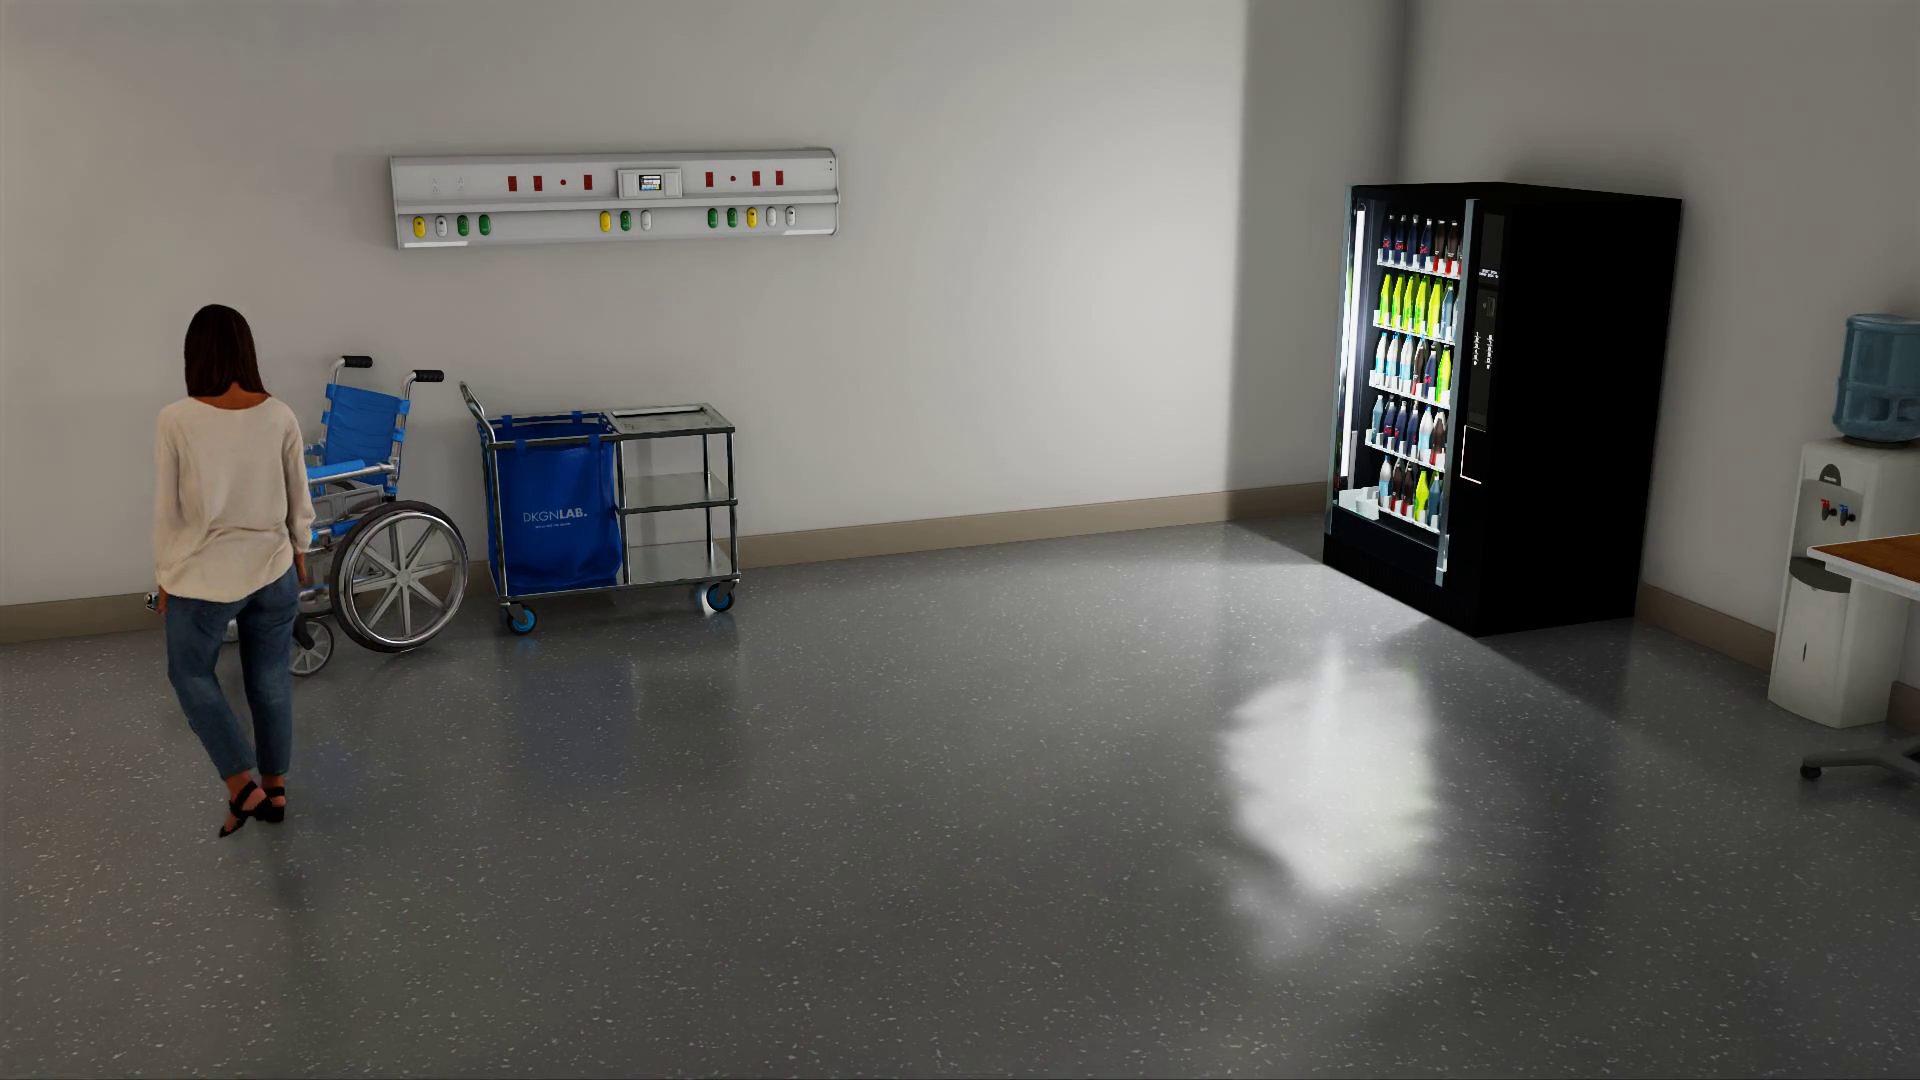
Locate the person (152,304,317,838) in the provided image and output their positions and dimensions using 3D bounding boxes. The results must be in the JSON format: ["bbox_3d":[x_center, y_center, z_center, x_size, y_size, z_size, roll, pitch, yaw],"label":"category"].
[{"bbox_3d":[-2.197,0.129,5.078,0.777,1.674,0.800,-14,21,-40],"label":"person"}]
